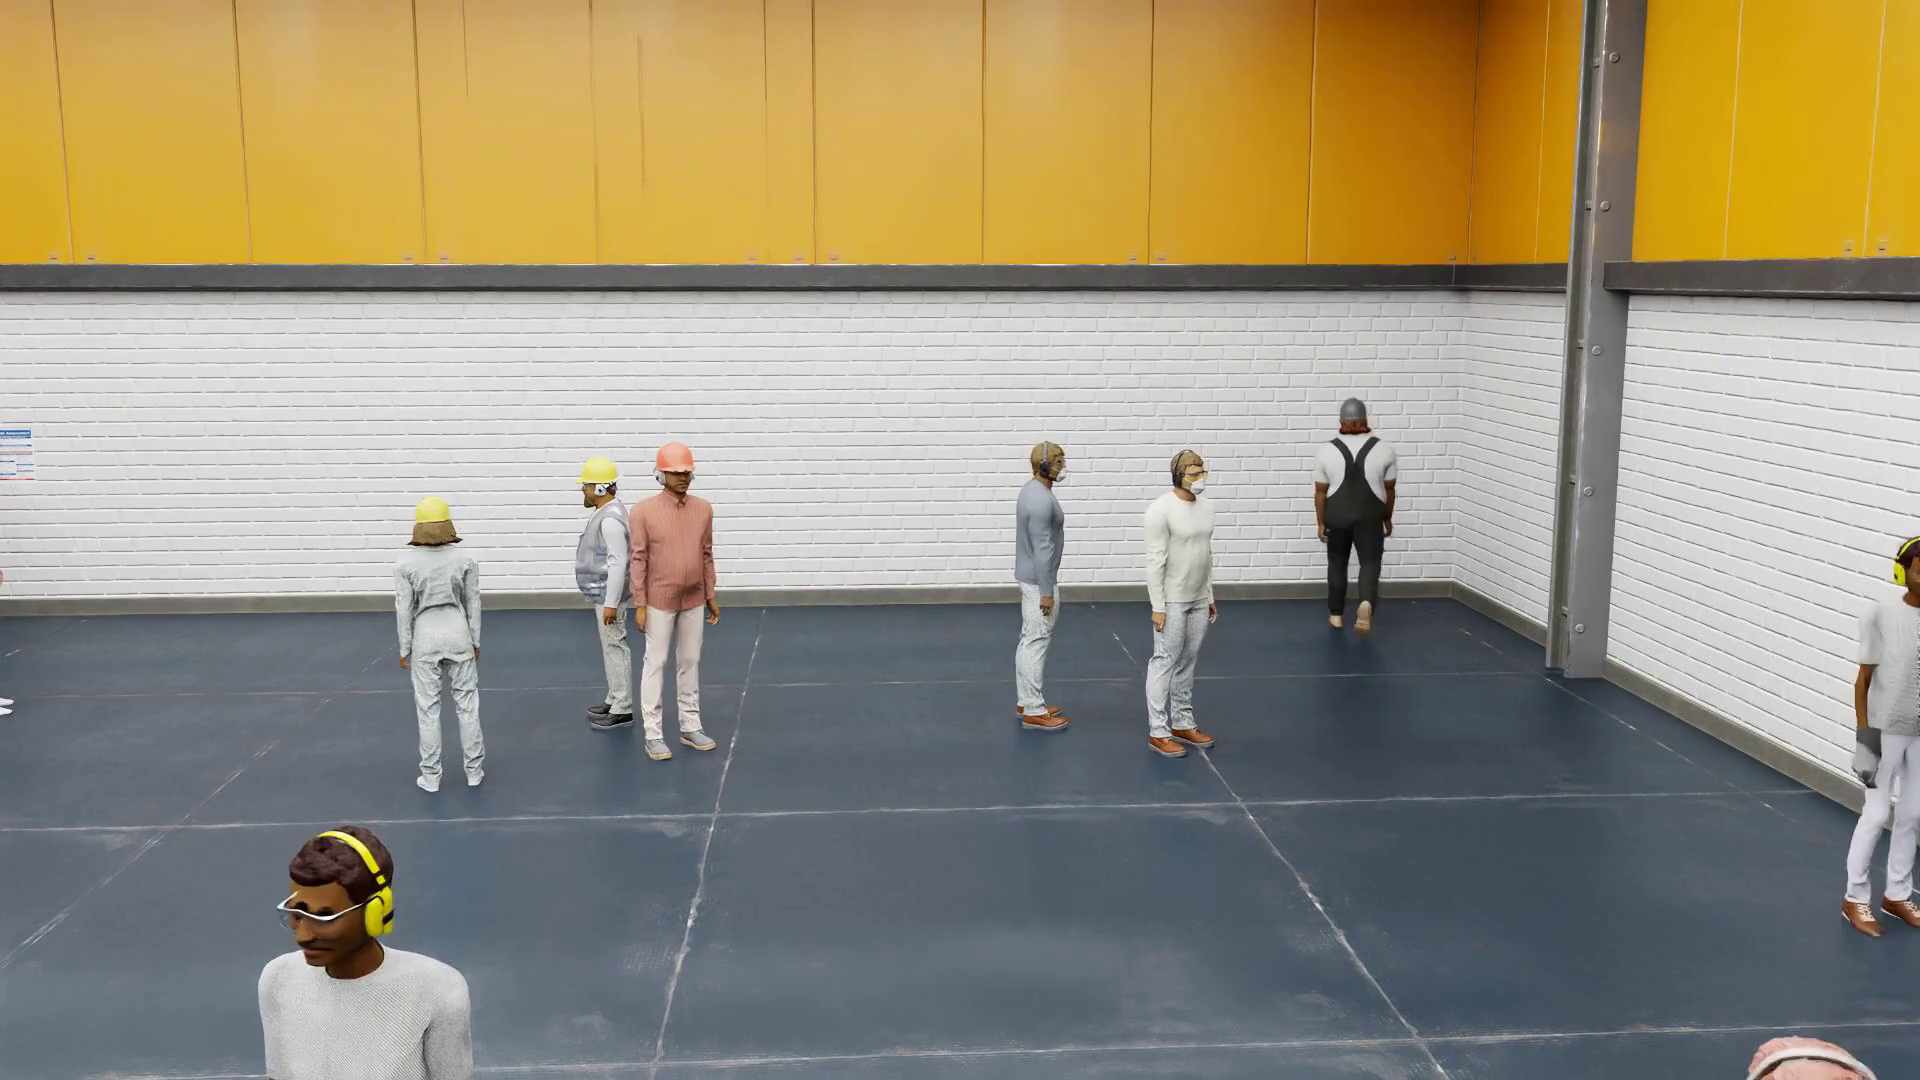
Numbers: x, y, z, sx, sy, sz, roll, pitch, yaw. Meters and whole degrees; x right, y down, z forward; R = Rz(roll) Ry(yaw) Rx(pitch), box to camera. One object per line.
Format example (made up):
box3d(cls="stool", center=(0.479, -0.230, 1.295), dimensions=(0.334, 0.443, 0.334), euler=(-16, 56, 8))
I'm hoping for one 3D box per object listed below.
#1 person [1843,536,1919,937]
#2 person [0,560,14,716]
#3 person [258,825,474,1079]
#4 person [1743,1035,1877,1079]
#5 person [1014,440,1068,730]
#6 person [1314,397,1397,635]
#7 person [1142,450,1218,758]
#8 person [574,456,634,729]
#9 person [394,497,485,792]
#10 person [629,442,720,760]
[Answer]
box3d(cls="person", center=(4.364, 0.900, 7.661), dimensions=(0.516, 1.858, 0.379), euler=(-1, 9, -3))
box3d(cls="person", center=(-6.776, 0.395, 11.495), dimensions=(0.310, 1.639, 0.514), euler=(-4, 10, -25))
box3d(cls="person", center=(-1.307, 1.526, 3.685), dimensions=(0.533, 1.864, 0.311), euler=(1, 9, 8))
box3d(cls="person", center=(1.250, 1.682, 2.591), dimensions=(0.641, 1.905, 0.410), euler=(3, 10, 21))
box3d(cls="person", center=(0.541, 0.296, 11.178), dimensions=(0.352, 1.937, 0.635), euler=(-1, 9, -3))
box3d(cls="person", center=(3.337, -0.218, 14.082), dimensions=(0.683, 2.000, 0.853), euler=(2, 9, 14))
box3d(cls="person", center=(1.417, 0.391, 10.581), dimensions=(0.372, 1.940, 0.627), euler=(9, 13, 44))
box3d(cls="person", center=(-2.378, 0.350, 11.172), dimensions=(0.403, 1.830, 0.600), euler=(-2, 9, -15))
box3d(cls="person", center=(-3.070, 0.612, 9.821), dimensions=(0.485, 1.739, 0.313), euler=(-4, 10, -24))
box3d(cls="person", center=(-1.796, 0.373, 10.512), dimensions=(0.608, 1.996, 0.379), euler=(-8, 12, -40))
